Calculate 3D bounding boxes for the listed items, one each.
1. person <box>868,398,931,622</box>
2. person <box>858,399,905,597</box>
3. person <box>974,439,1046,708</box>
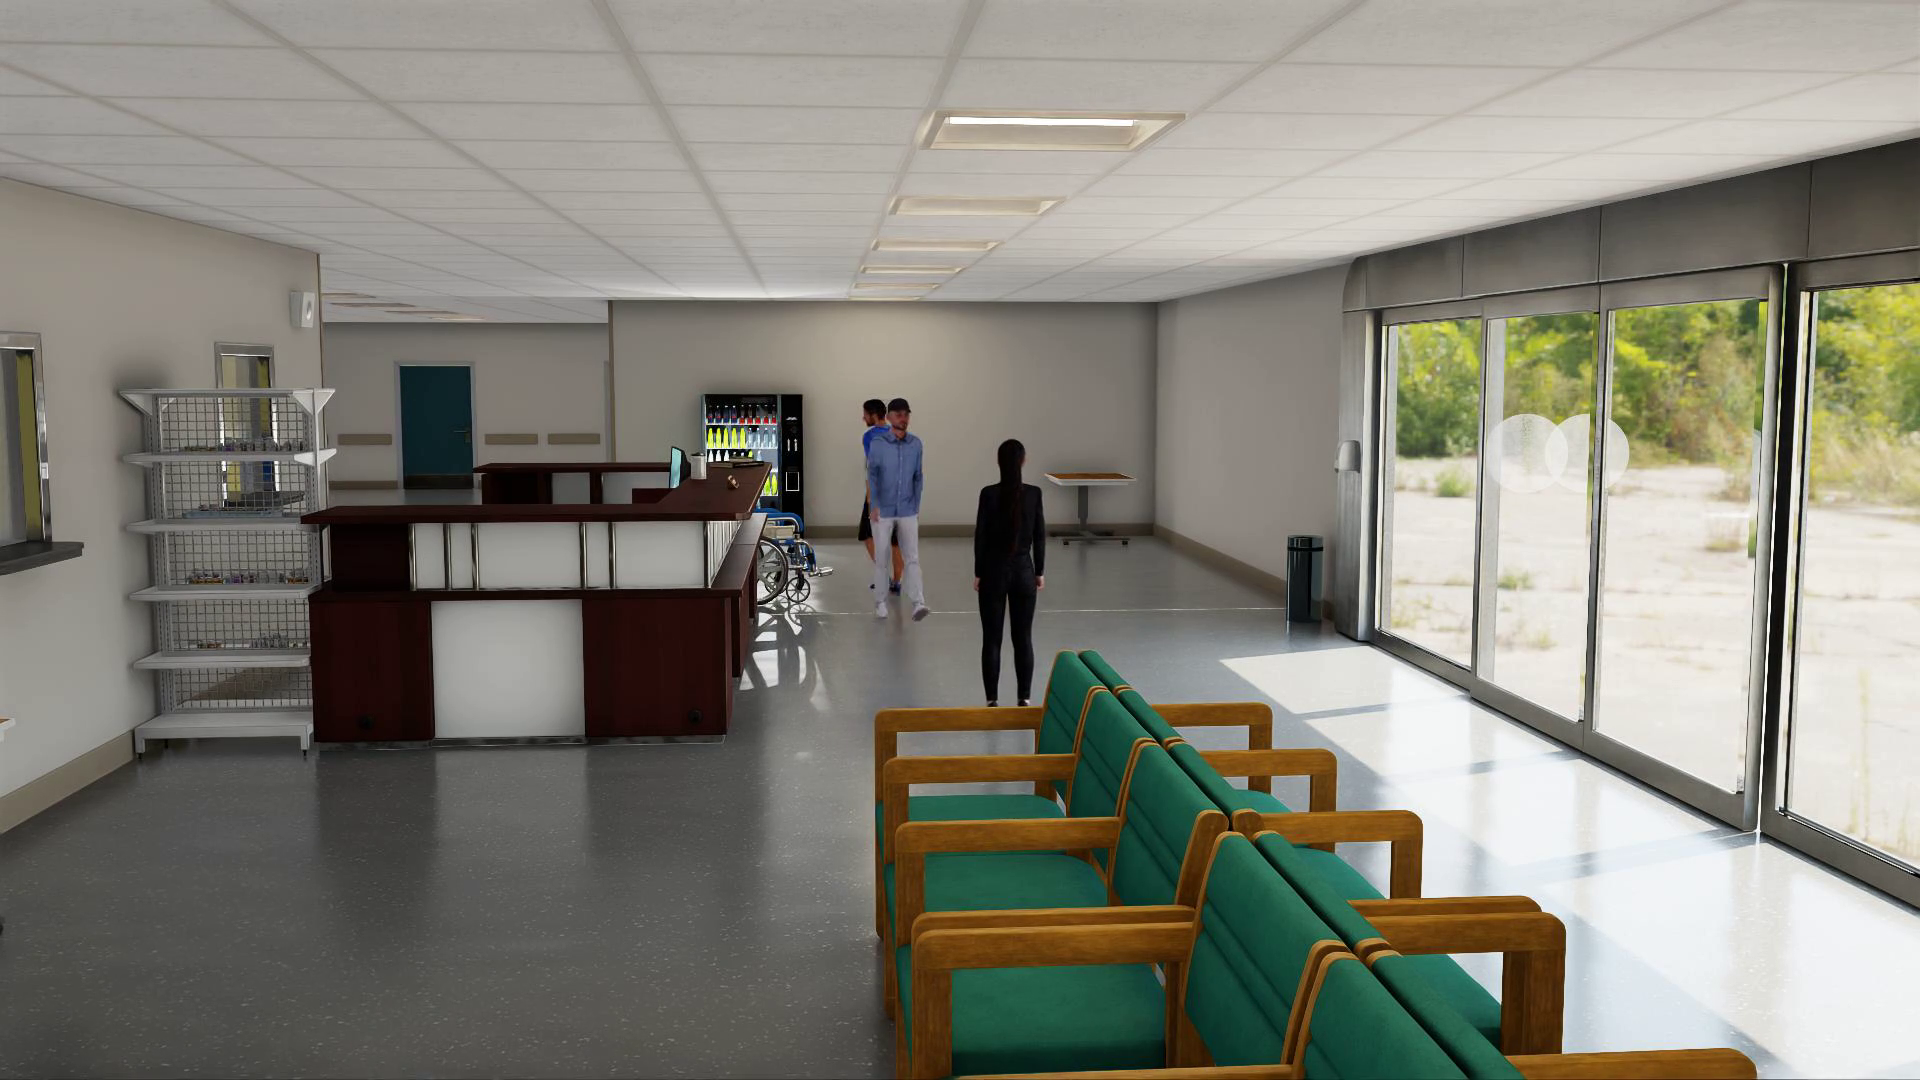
[{"bbox_3d":[-0.582,-0.222,13.905,1.117,1.842,0.876,-2,6,-16],"label":"person"},{"bbox_3d":[-0.644,-0.390,15.553,0.756,1.846,0.837,-4,7,-33],"label":"person"},{"bbox_3d":[0.290,0.252,9.848,0.445,1.711,0.650,-1,6,-10],"label":"person"}]
